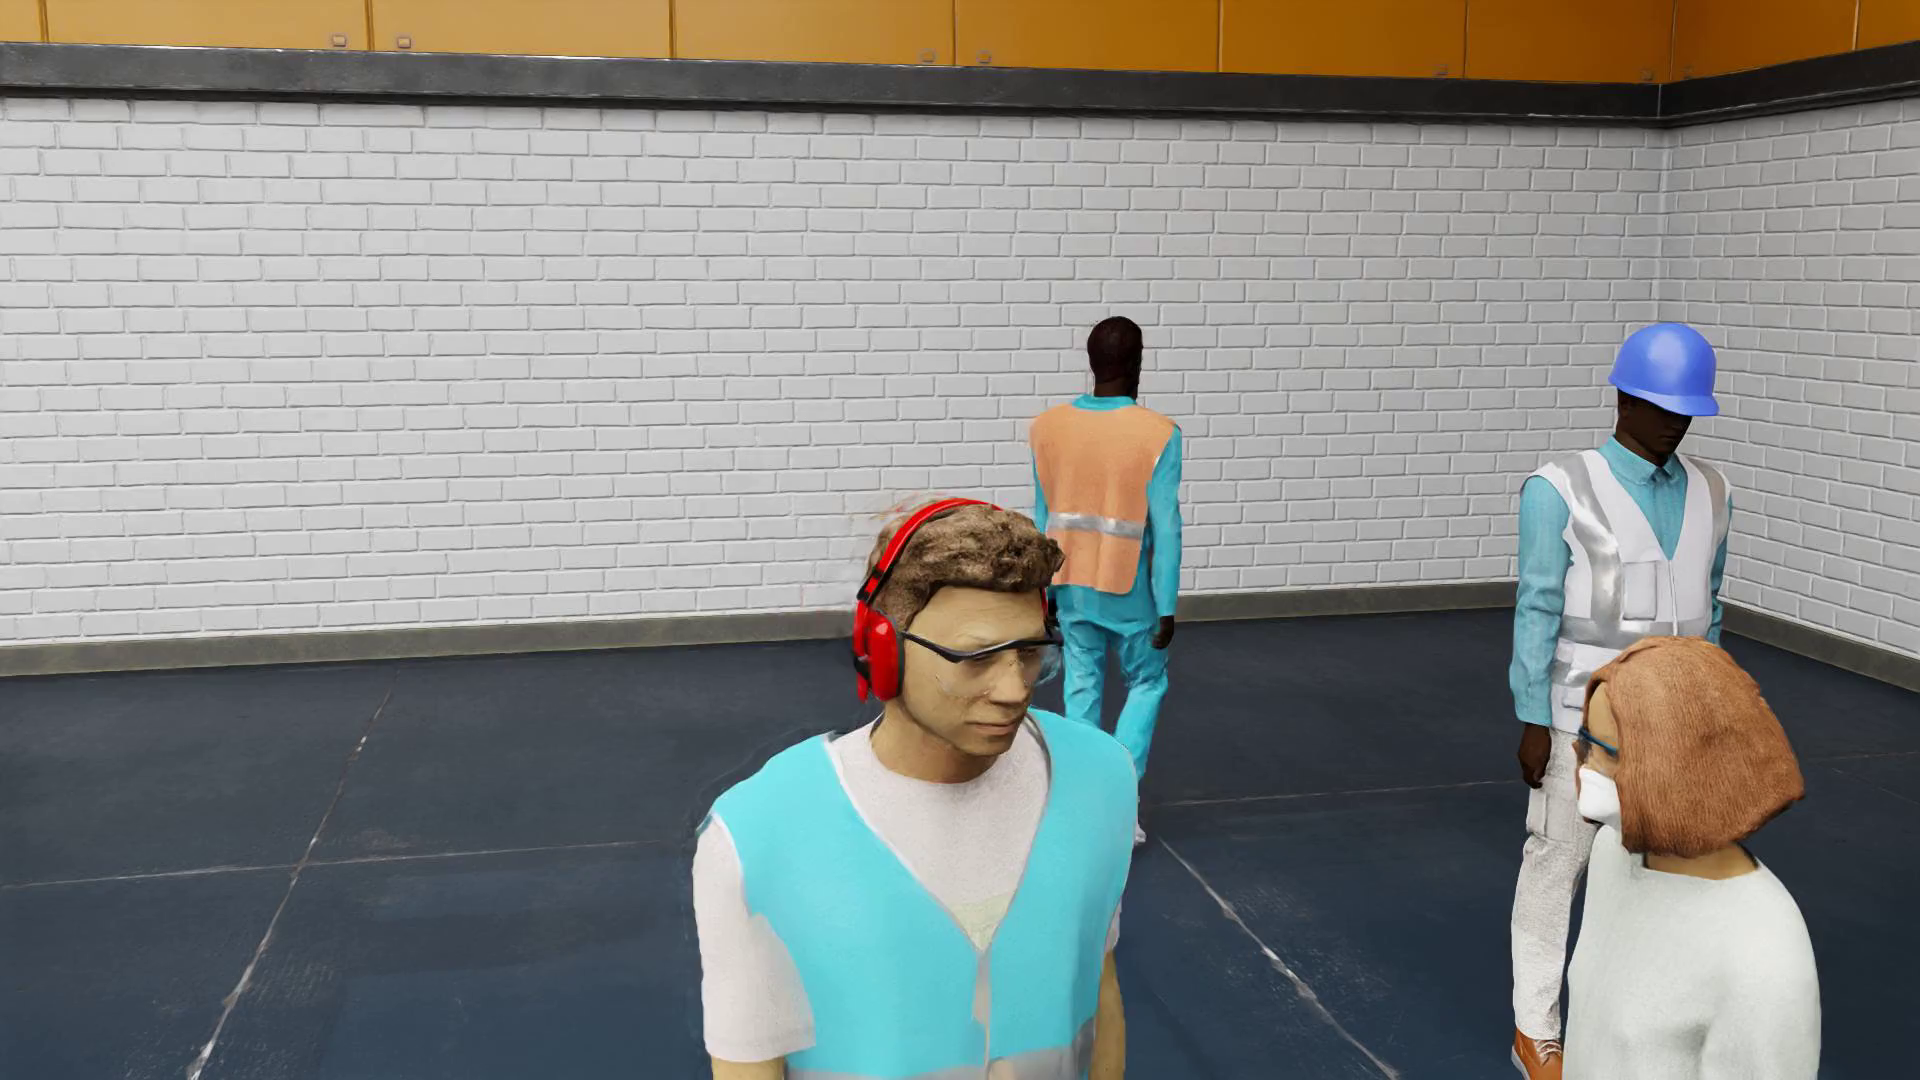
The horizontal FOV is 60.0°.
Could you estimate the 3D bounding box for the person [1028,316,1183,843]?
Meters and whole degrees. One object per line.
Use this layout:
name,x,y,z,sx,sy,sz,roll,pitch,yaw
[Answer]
person,0.518,0.166,5.906,0.590,1.905,0.446,5,11,28

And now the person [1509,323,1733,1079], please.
person,1.655,0.431,4.158,0.602,1.938,0.402,-3,10,-17

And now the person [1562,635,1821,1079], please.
person,0.889,0.921,2.128,0.272,1.627,0.502,0,9,0

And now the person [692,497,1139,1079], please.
person,-0.030,0.848,1.964,0.599,1.824,0.455,-5,10,-27
